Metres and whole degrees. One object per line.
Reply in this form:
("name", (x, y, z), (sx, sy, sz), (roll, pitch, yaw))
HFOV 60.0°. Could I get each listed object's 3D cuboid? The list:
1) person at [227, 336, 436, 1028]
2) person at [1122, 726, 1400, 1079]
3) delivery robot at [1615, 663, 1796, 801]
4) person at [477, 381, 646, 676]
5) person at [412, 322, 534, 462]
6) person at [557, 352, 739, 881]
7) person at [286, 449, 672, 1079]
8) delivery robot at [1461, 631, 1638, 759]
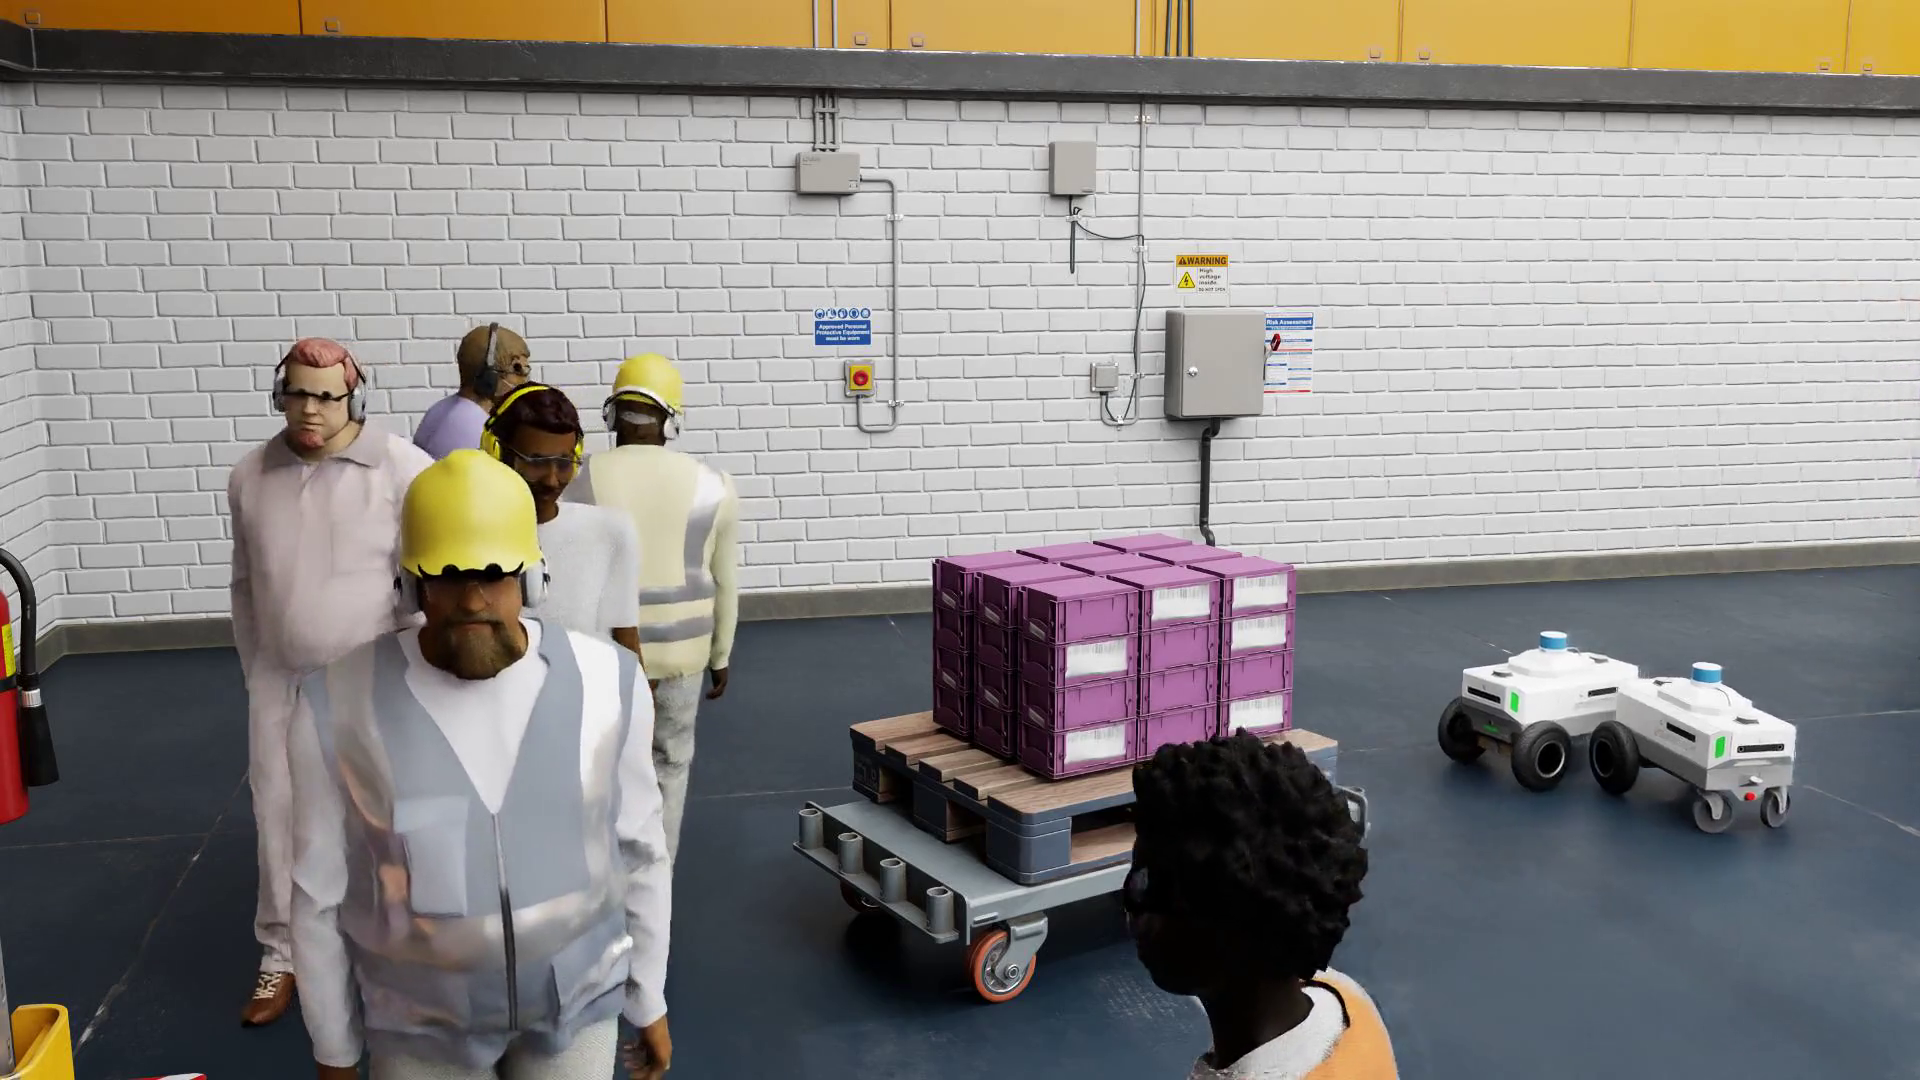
("person", (-1.733, 0.353, 4.722), (0.659, 1.879, 0.726), (1, 10, 3))
("person", (0.232, 0.999, 1.765), (0.857, 1.656, 0.537), (6, 12, 29))
("delivery robot", (2.767, 0.702, 6.199), (0.477, 0.478, 0.707), (-2, 10, -9))
("person", (-0.979, 0.522, 3.961), (0.507, 1.832, 0.902), (-3, 11, -15))
("person", (-1.644, 0.217, 5.536), (0.897, 1.863, 0.647), (-7, 13, -35))
("person", (-0.955, 0.346, 5.007), (0.607, 1.799, 0.484), (-3, 11, -15))
("person", (-0.776, 0.741, 2.754), (0.598, 1.818, 0.512), (-4, 11, -23))
("delivery robot", (2.377, 0.612, 6.697), (0.707, 0.478, 0.477), (-5, 11, -25))
